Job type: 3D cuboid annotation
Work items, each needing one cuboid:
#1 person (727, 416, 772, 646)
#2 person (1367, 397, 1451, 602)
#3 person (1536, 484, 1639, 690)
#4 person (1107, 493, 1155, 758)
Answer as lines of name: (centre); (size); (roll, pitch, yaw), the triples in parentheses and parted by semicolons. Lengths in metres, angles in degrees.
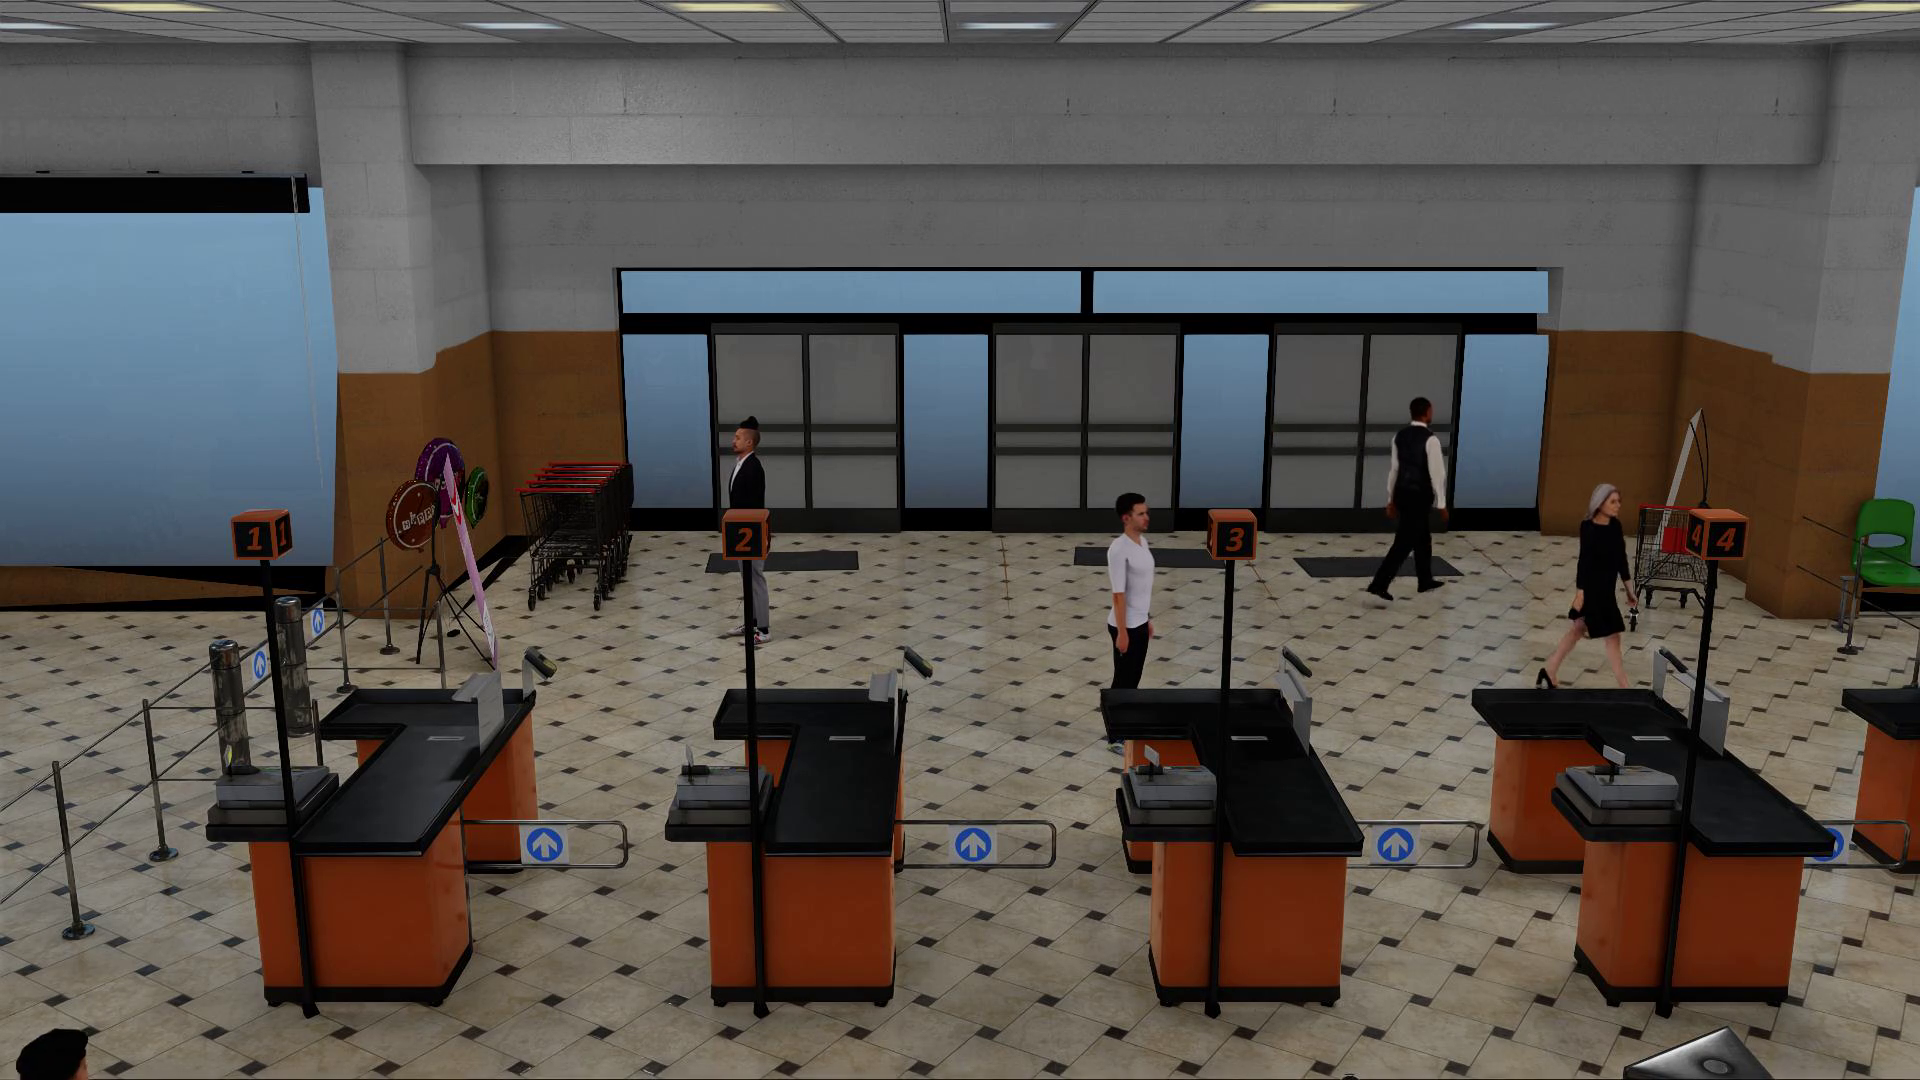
person: (-1.786, -0.092, 14.183); (0.850, 1.950, 0.690); (-6, 15, -23)
person: (4.125, -0.331, 15.330); (1.193, 1.874, 1.324); (-8, 16, -29)
person: (4.743, 0.430, 12.576); (1.069, 1.693, 1.159); (-12, 18, -41)
person: (1.184, 0.574, 11.648); (0.812, 1.851, 0.678); (7, 15, 27)
